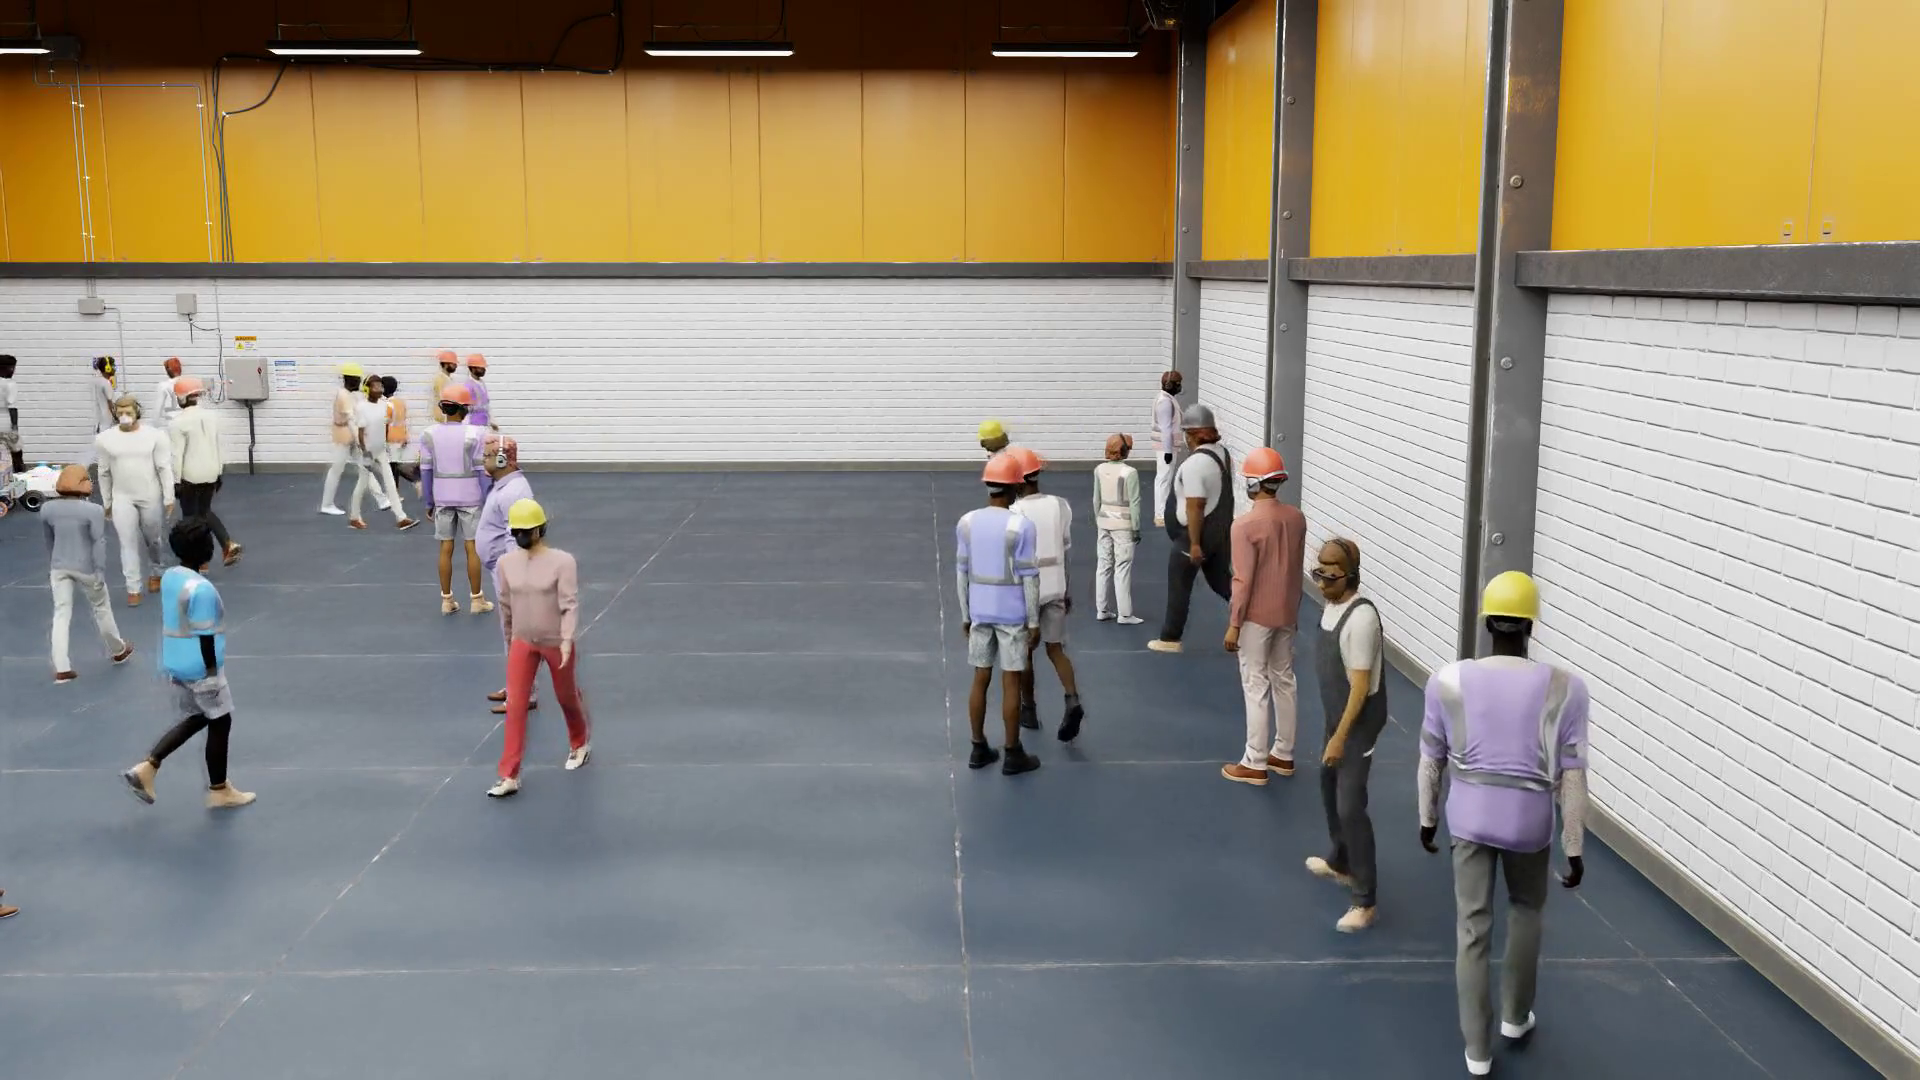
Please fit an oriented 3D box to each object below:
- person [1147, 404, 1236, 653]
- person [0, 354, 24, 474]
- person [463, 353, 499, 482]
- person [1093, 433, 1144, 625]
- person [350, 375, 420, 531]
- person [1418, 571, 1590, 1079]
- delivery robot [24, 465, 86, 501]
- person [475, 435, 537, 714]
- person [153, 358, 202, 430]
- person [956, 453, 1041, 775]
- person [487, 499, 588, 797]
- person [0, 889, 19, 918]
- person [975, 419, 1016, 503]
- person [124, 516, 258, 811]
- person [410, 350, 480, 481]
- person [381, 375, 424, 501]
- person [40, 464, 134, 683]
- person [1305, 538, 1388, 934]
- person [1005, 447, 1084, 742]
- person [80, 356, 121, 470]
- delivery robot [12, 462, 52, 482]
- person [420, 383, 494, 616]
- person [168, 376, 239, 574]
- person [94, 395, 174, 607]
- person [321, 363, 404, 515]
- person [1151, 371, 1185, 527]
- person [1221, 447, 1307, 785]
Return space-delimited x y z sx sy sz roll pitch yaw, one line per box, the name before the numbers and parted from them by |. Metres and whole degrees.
person | 1.985 -0.093 12.998 0.972 2.000 0.688 7 11 35
person | -12.795 -1.520 22.192 0.631 1.908 0.984 2 9 13
person | -6.637 -1.615 22.781 0.976 1.899 0.543 0 9 0
person | 1.344 -0.092 14.221 0.312 1.639 0.512 -8 12 -39
person | -6.751 -0.995 19.241 0.990 1.810 0.541 5 10 26
person | 2.058 1.056 6.359 0.625 1.904 0.671 4 10 21
delivery robot | -11.382 -0.702 20.988 0.707 0.478 0.477 -2 9 -14
person | -3.115 0.229 11.428 0.401 1.910 0.641 -3 10 -16
person | -10.578 -1.549 22.565 0.951 1.838 0.574 6 11 33
person | 0.256 0.441 10.047 0.551 1.933 0.378 6 11 32
person | -2.466 0.597 9.783 0.535 1.709 0.956 1 9 7
person | -4.665 0.960 7.781 0.278 1.634 0.498 -7 12 -38
person | 0.480 -0.250 14.988 0.695 1.709 0.508 0 9 3
person | -4.281 0.705 9.196 0.539 1.676 0.566 9 13 43
person | -7.363 -1.750 23.605 0.936 1.904 0.547 1 9 4
person | -7.234 -1.291 21.489 0.681 1.678 0.539 1 9 8
person | -6.577 0.224 12.444 0.512 1.584 0.867 0 9 -1
person | 1.804 0.867 7.868 0.406 1.812 0.733 -1 9 -7
person | 0.538 0.353 10.696 0.574 1.904 0.831 -5 10 -26
person | -11.928 -1.636 23.130 0.947 1.826 0.526 -5 11 -29
delivery robot | -11.786 -0.765 21.372 0.707 0.478 0.477 -7 12 -38
person | -4.389 -0.351 14.572 0.615 2.041 0.387 1 9 4
person | -7.544 -0.634 16.483 0.539 1.983 0.634 4 10 21
person | -7.551 -0.391 15.269 0.639 1.901 0.976 -3 10 -19
person | -7.452 -1.239 20.529 1.019 1.867 0.600 -1 9 -8
person | 2.469 -1.080 19.665 0.429 1.840 0.629 1 9 7
person | 1.784 0.446 9.833 0.612 1.994 0.395 -8 12 -39
